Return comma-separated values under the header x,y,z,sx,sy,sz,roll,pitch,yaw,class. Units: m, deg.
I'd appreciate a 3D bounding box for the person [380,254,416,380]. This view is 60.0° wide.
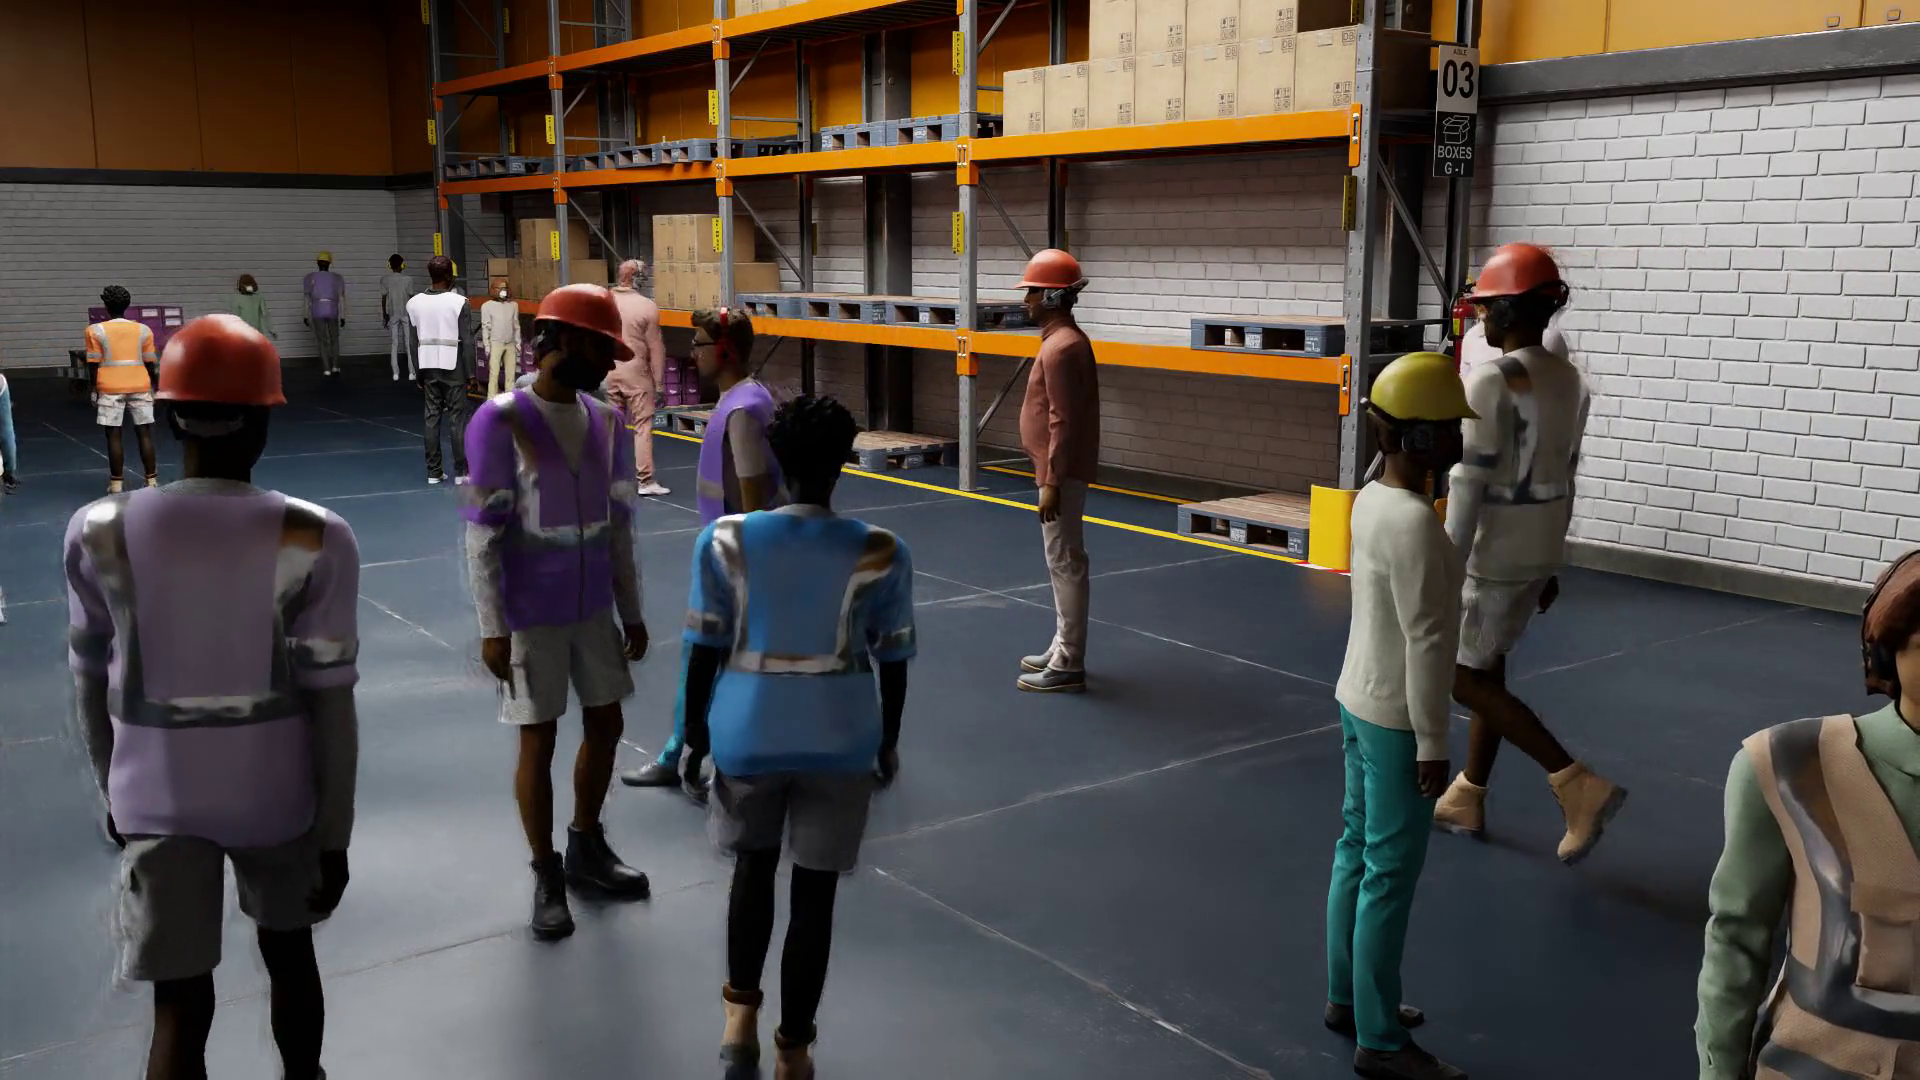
x,y,z,sx,sy,sz,roll,pitch,yaw,class
-8.286,-3.295,24.625,0.509,1.872,0.329,-1,10,-7,person

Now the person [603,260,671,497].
x,y,z,sx,sy,sz,roll,pitch,yaw,class
-2.661,-1.289,13.364,0.713,1.885,0.415,3,11,15,person

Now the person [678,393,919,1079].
x,y,z,sx,sy,sz,roll,pitch,yaw,class
-0.377,0.493,3.947,0.555,1.663,0.423,0,10,1,person

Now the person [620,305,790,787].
x,y,z,sx,sy,sz,roll,pitch,yaw,class
-0.768,0.027,6.215,0.952,1.804,0.583,-1,10,-6,person

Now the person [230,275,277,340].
x,y,z,sx,sy,sz,roll,pitch,yaw,class
-9.737,-2.854,22.931,0.849,1.580,0.522,6,12,30,person

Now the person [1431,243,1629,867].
x,y,z,sx,sy,sz,roll,pitch,yaw,class
1.828,0.057,5.408,0.621,2.026,0.777,-10,14,-43,person

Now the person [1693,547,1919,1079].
x,y,z,sx,sy,sz,roll,pitch,yaw,class
1.275,0.807,2.287,0.514,1.642,0.311,2,10,12,person

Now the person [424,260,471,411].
x,y,z,sx,sy,sz,roll,pitch,yaw,class
-6.219,-2.489,20.245,0.403,1.822,0.588,7,12,33,person

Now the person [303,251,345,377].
x,y,z,sx,sy,sz,roll,pitch,yaw,class
-9.750,-3.469,25.513,0.612,1.890,0.852,-4,11,-22,person

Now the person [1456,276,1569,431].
x,y,z,sx,sy,sz,roll,pitch,yaw,class
3.105,-0.573,9.397,0.716,1.865,0.663,-6,12,-30,person

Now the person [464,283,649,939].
x,y,z,sx,sy,sz,roll,pitch,yaw,class
-1.204,0.210,4.932,0.395,1.899,0.592,9,13,40,person

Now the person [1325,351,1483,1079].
x,y,z,sx,sy,sz,roll,pitch,yaw,class
1.080,0.428,4.057,0.307,1.770,0.525,0,10,-1,person

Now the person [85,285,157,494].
x,y,z,sx,sy,sz,roll,pitch,yaw,class
-6.748,-1.205,13.428,0.322,1.689,0.530,10,14,44,person

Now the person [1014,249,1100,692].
x,y,z,sx,sy,sz,roll,pitch,yaw,class
0.435,-0.306,7.532,0.391,1.995,0.613,2,10,9,person

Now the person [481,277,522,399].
x,y,z,sx,sy,sz,roll,pitch,yaw,class
-5.392,-2.272,19.591,0.281,1.626,0.499,9,13,41,person

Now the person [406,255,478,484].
x,y,z,sx,sy,sz,roll,pitch,yaw,class
-4.343,-1.422,13.997,0.590,1.919,0.392,2,10,13,person

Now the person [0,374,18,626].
x,y,z,sx,sy,sz,roll,pitch,yaw,class
-5.371,-0.349,8.850,0.687,1.615,0.523,4,11,23,person

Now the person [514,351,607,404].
x,y,z,sx,sy,sz,roll,pitch,yaw,class
-2.059,-0.318,8.611,0.508,1.632,0.272,1,10,3,person

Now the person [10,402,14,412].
x,y,z,sx,sy,sz,roll,pitch,yaw,class
-11.408,-2.330,19.368,0.964,1.815,0.543,8,13,36,person

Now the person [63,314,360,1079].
x,y,z,sx,sy,sz,roll,pitch,yaw,class
-1.445,0.508,3.274,0.547,1.894,0.987,-3,11,-17,person
